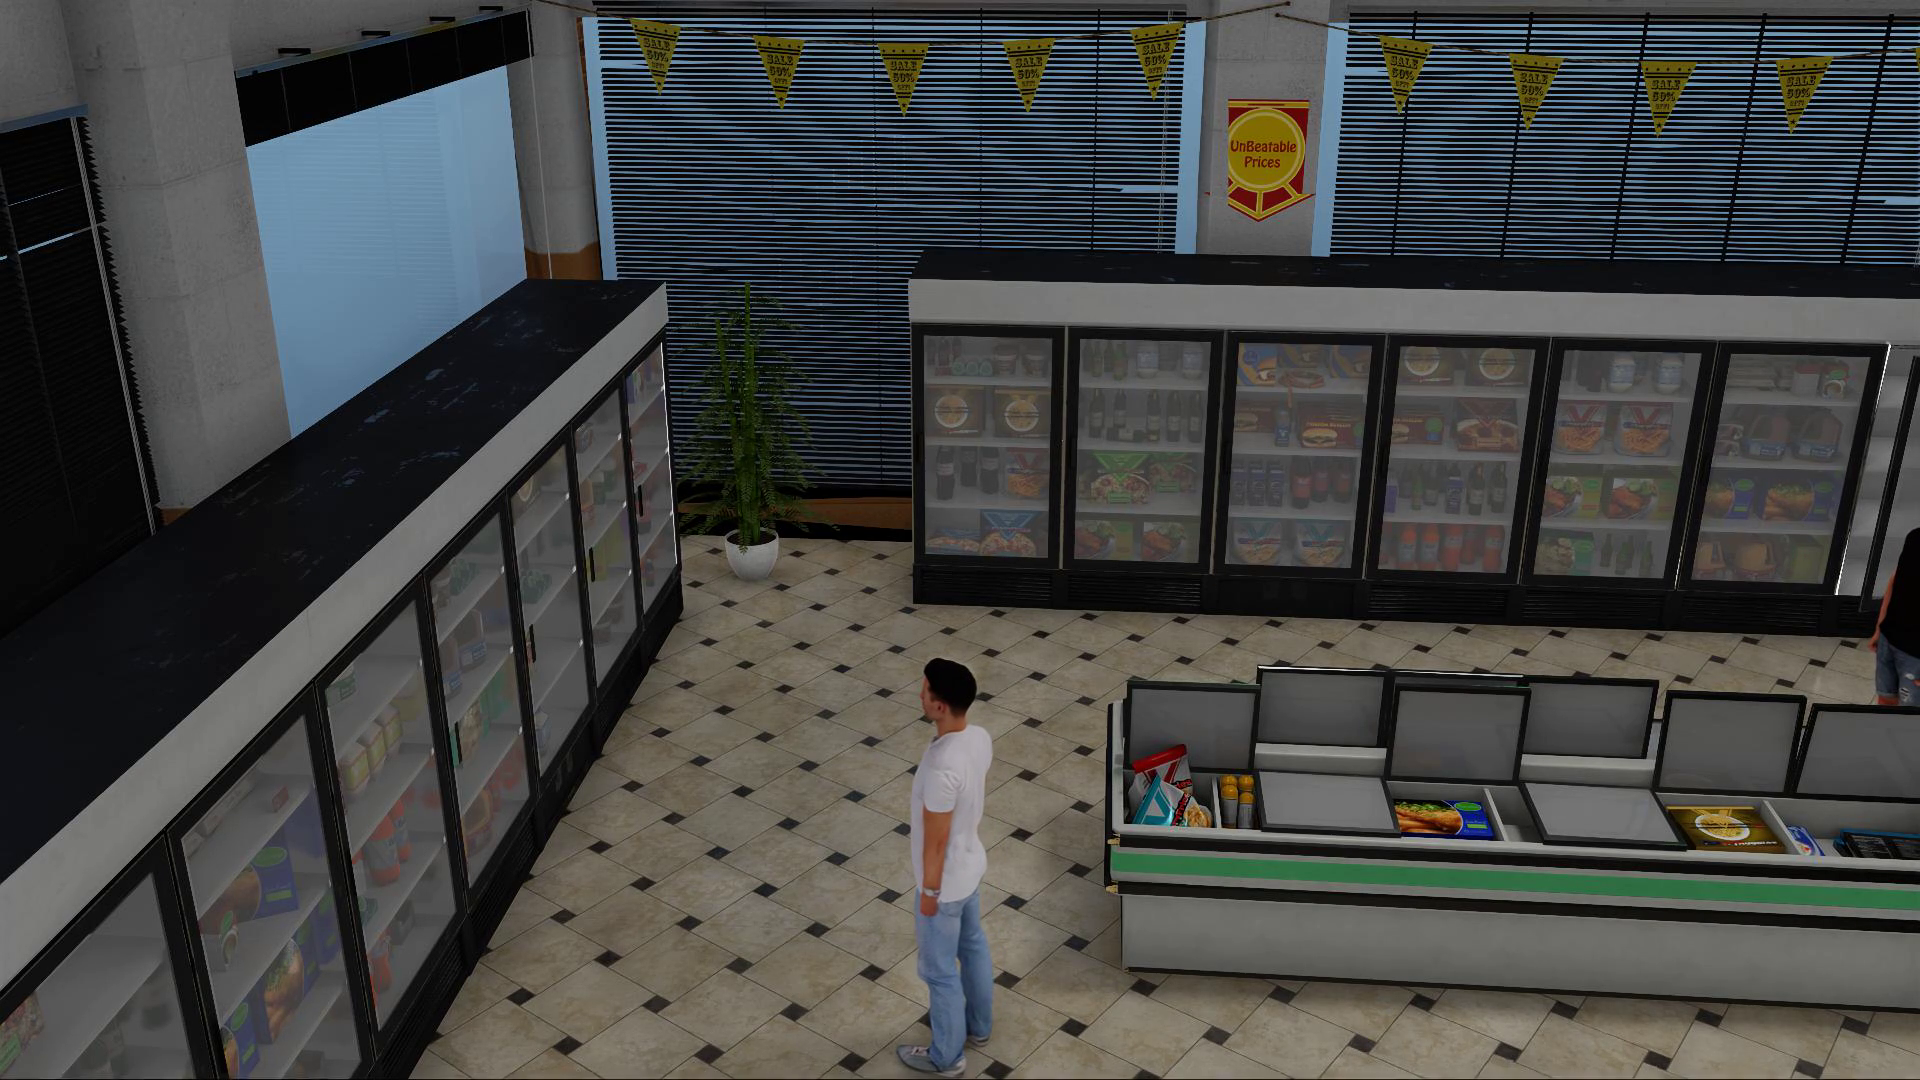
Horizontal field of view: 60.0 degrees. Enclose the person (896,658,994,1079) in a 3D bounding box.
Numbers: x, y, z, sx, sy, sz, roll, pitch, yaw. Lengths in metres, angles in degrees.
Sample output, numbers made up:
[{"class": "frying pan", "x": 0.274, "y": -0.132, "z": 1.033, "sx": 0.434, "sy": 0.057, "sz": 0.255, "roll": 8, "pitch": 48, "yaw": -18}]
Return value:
[{"class": "person", "x": -0.034, "y": 1.350, "z": 6.829, "sx": 0.683, "sy": 1.860, "sz": 0.732, "roll": 9, "pitch": 23, "yaw": 20}]
